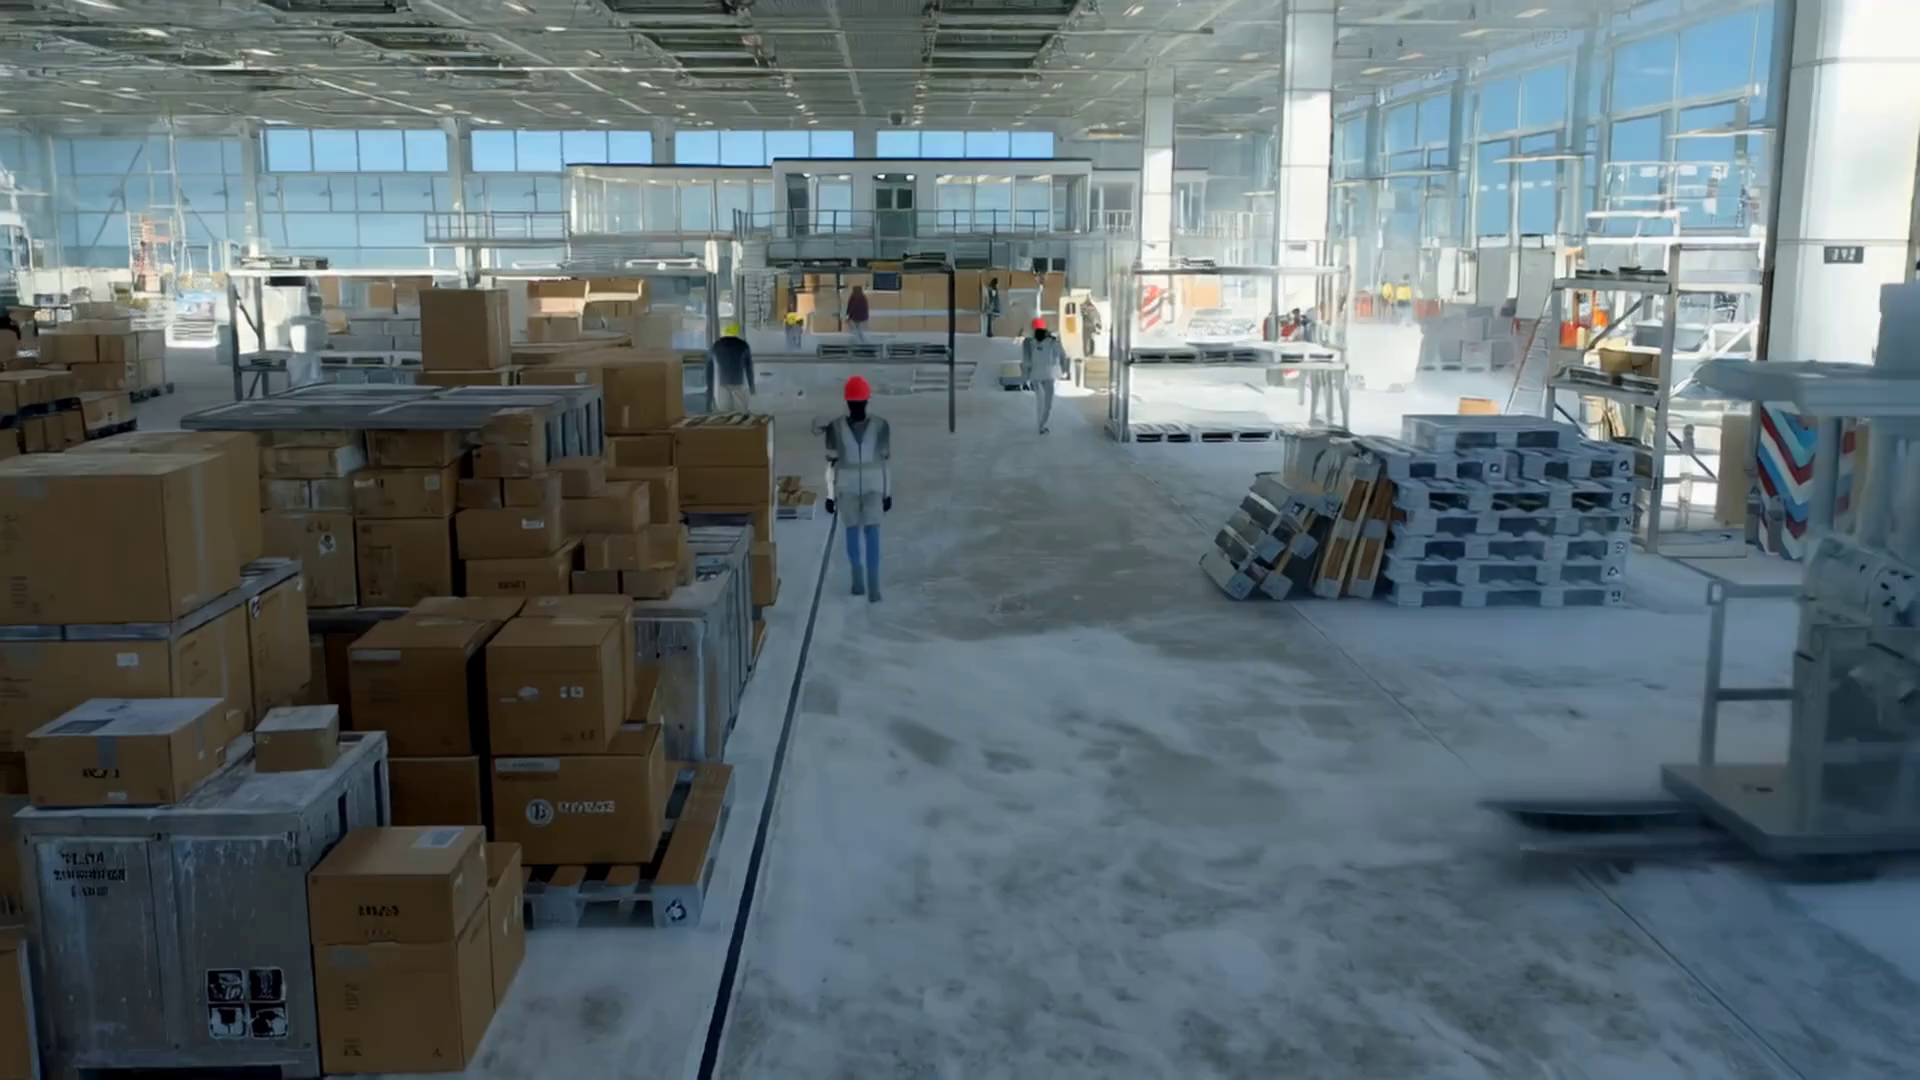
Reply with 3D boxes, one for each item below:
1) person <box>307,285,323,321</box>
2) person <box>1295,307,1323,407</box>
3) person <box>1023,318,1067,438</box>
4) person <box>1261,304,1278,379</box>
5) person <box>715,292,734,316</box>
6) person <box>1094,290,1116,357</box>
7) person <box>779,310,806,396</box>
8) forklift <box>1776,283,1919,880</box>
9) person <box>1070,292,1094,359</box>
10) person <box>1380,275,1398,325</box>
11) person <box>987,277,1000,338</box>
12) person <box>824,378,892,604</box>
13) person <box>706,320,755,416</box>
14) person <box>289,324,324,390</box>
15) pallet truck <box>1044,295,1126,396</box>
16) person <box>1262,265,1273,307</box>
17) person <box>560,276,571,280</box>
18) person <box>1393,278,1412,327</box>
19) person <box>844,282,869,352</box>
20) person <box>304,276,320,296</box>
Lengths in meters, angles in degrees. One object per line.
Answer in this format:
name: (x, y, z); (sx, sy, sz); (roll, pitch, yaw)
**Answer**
person: (-17.831, -6.097, 45.832); (0.664, 1.848, 0.534); (9, 13, 40)
person: (6.392, -3.340, 30.490); (0.504, 1.840, 0.345); (4, 11, 21)
person: (1.326, -2.556, 26.089); (0.696, 1.868, 1.002); (1, 10, 3)
person: (6.842, -4.305, 36.276); (0.532, 1.687, 0.363); (9, 13, 41)
person: (-5.990, -5.443, 42.479); (0.531, 1.745, 0.684); (-3, 11, -14)
person: (3.523, -5.108, 40.267); (0.617, 1.872, 0.845); (5, 11, 25)
person: (-3.326, -3.681, 32.777); (0.489, 1.693, 0.913); (7, 12, 34)
forklift: (4.824, 0.144, 8.177); (1.873, 2.768, 1.129); (0, 10, -2)
person: (3.016, -5.216, 41.086); (0.628, 1.797, 0.952); (2, 10, 13)
person: (14.753, -8.177, 57.269); (0.641, 1.891, 0.982); (1, 10, 4)
person: (1.067, -7.307, 52.353); (0.379, 1.931, 0.625); (4, 11, 22)
person: (-0.855, -0.409, 14.003); (0.575, 1.887, 0.962); (-1, 10, -5)
person: (-3.301, -2.210, 23.985); (0.720, 1.916, 0.401); (-2, 10, -10)
person: (-8.636, -1.866, 21.955); (0.617, 1.957, 0.376); (7, 12, 34)
pallet truck: (2.483, -3.881, 33.060); (1.885, 1.965, 0.823); (-7, 13, -36)
person: (14.347, -11.822, 77.477); (0.711, 1.931, 0.691); (-4, 11, -23)
person: (-17.549, -11.170, 74.086); (0.584, 1.845, 0.903); (0, 10, -2)
person: (14.048, -7.376, 52.827); (0.562, 1.883, 0.968); (3, 10, 14)
person: (-2.799, -5.876, 44.277); (0.797, 1.964, 0.637); (9, 14, 42)
person: (-22.803, -8.474, 58.582); (0.622, 2.030, 0.521); (3, 11, 18)
